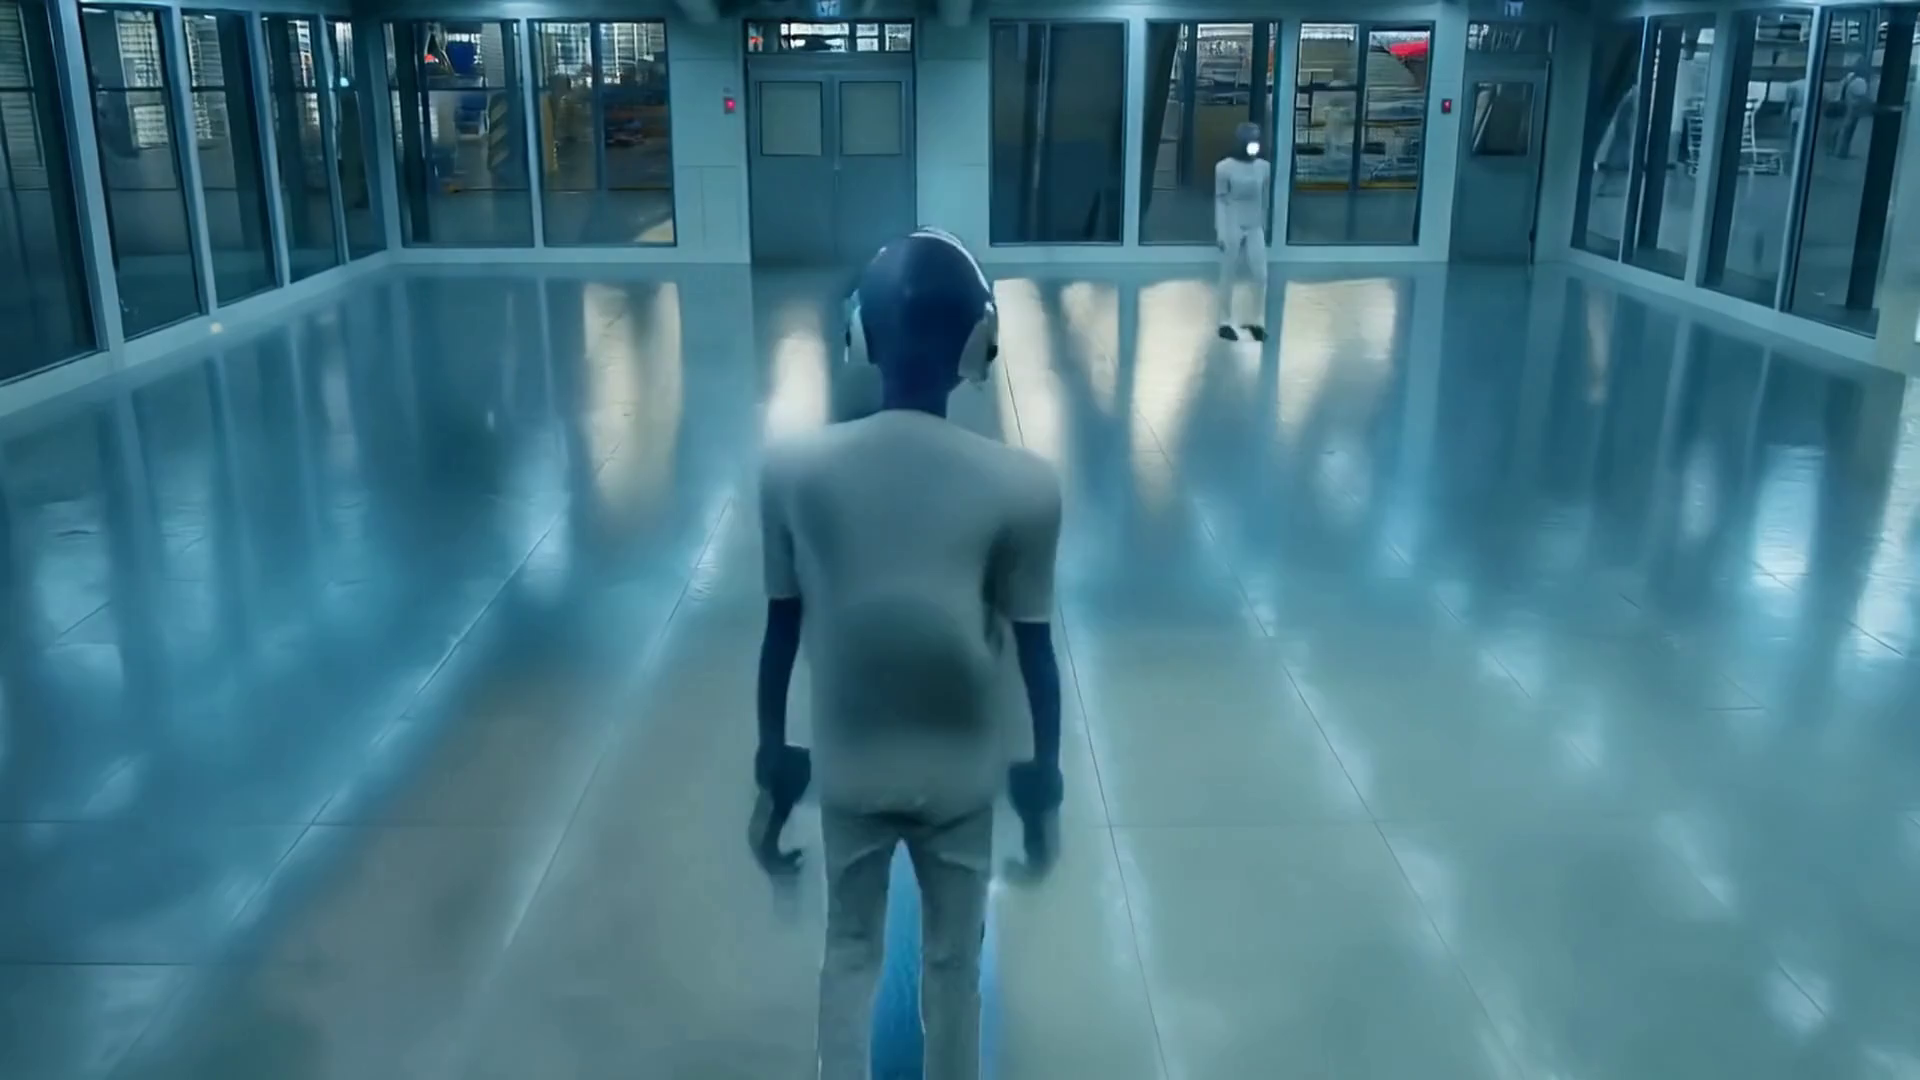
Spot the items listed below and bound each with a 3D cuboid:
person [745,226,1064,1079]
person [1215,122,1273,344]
[{"bbox_3d":[-0.095,0.424,2.763,0.548,1.851,0.460,2,16,6],"label":"person"},{"bbox_3d":[2.106,-2.252,12.280,0.500,1.612,0.633,-5,17,-17],"label":"person"}]
